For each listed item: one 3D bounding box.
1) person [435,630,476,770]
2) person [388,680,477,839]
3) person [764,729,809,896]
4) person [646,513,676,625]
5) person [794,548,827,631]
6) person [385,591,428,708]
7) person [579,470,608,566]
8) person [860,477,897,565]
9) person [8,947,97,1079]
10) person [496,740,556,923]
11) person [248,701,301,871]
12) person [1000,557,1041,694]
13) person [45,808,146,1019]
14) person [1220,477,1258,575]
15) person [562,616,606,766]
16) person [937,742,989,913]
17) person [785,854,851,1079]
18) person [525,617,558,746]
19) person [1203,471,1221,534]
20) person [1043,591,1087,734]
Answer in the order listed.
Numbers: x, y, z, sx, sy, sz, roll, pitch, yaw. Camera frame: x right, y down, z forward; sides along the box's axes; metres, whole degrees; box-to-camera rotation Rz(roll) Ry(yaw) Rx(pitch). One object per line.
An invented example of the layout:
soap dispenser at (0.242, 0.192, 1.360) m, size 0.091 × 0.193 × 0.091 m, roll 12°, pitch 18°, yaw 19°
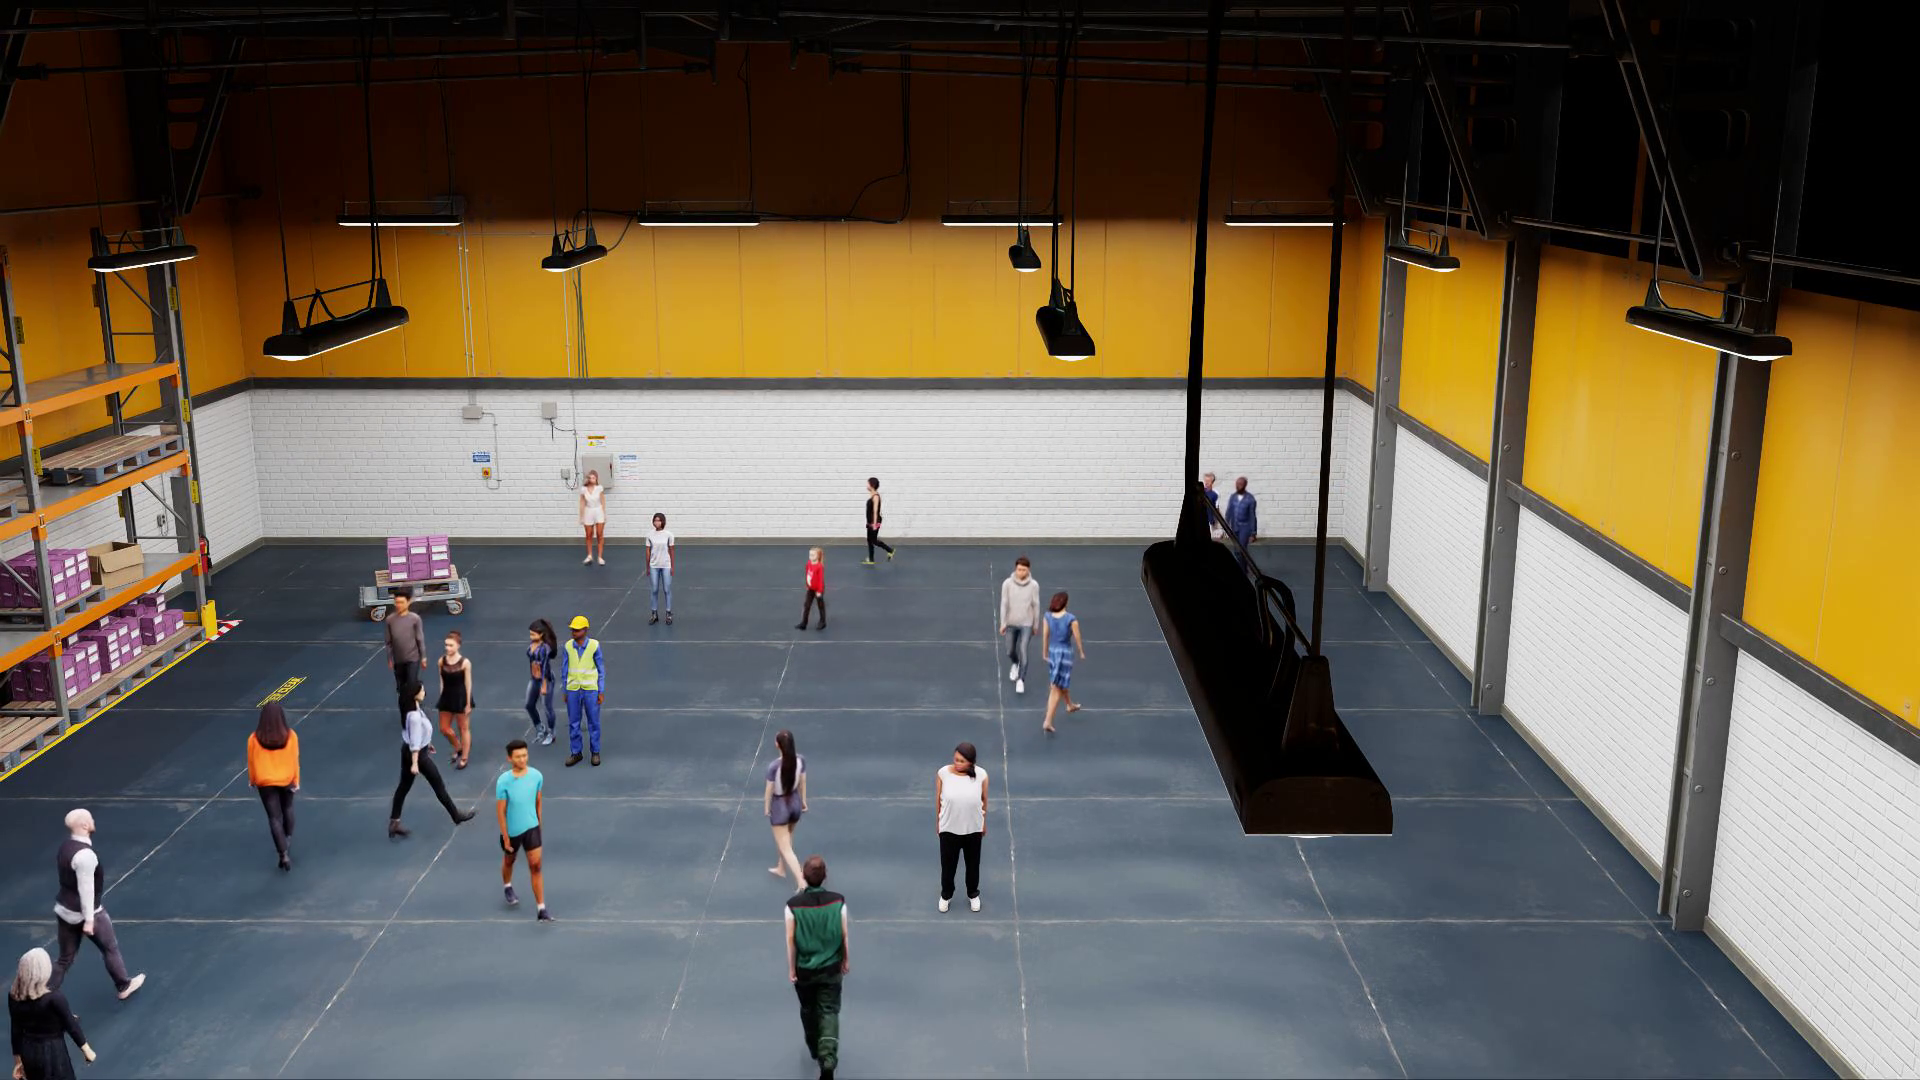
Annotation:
person at (-5.867, 1.853, 19.514) m, size 0.637 × 1.669 × 0.636 m, roll 3°, pitch 14°, yaw 13°
person at (-5.826, 2.329, 17.479) m, size 1.114 × 1.702 × 1.167 m, roll -8°, pitch 16°, yaw -31°
person at (-1.660, 2.671, 16.246) m, size 0.978 × 1.618 × 1.081 m, roll -11°, pitch 18°, yaw -39°
person at (-4.553, 0.425, 25.307) m, size 0.576 × 1.719 × 0.509 m, roll 0°, pitch 14°, yaw 2°
person at (-2.132, 0.734, 25.005) m, size 0.779 × 1.260 × 0.884 m, roll 10°, pitch 17°, yaw 35°
person at (-6.911, 1.476, 20.893) m, size 0.938 × 1.753 × 0.670 m, roll 0°, pitch 14°, yaw 0°
person at (-6.354, -0.411, 28.857) m, size 0.706 × 1.673 × 0.796 m, roll -1°, pitch 14°, yaw -3°
person at (-1.423, -0.317, 28.761) m, size 0.706 × 1.535 × 0.814 m, roll -2°, pitch 14°, yaw -10°
person at (-6.454, 3.726, 11.641) m, size 0.692 × 1.733 × 0.789 m, roll 4°, pitch 14°, yaw 16°
person at (-4.215, 2.740, 15.752) m, size 1.078 × 1.715 × 1.278 m, roll -9°, pitch 16°, yaw -33°
person at (-6.863, 2.495, 16.743) m, size 0.902 × 1.726 × 1.023 m, roll -9°, pitch 16°, yaw -33°
person at (0.809, 1.097, 22.264) m, size 0.744 × 1.844 × 0.923 m, roll 2°, pitch 14°, yaw 6°
person at (-7.391, 3.170, 13.849) m, size 1.115 × 1.776 × 1.284 m, roll 12°, pitch 18°, yaw 40°
person at (4.715, -0.178, 27.635) m, size 1.048 × 1.794 × 0.989 m, roll -13°, pitch 18°, yaw -42°
person at (-4.436, 1.758, 19.604) m, size 0.653 × 1.812 × 0.566 m, roll 0°, pitch 14°, yaw 2°
person at (0.022, 2.719, 15.897) m, size 0.643 × 1.688 × 0.596 m, roll 0°, pitch 14°, yaw 2°
person at (-1.110, 3.358, 12.986) m, size 0.757 × 1.816 × 1.128 m, roll -2°, pitch 14°, yaw -8°
person at (-5.016, 1.712, 20.216) m, size 0.750 × 1.613 × 0.794 m, roll 10°, pitch 17°, yaw 36°
person at (4.160, -0.286, 28.050) m, size 1.066 × 1.809 × 1.142 m, roll 13°, pitch 18°, yaw 42°
person at (1.201, 1.565, 20.556) m, size 1.115 × 1.740 × 1.250 m, roll 11°, pitch 17°, yaw 38°
